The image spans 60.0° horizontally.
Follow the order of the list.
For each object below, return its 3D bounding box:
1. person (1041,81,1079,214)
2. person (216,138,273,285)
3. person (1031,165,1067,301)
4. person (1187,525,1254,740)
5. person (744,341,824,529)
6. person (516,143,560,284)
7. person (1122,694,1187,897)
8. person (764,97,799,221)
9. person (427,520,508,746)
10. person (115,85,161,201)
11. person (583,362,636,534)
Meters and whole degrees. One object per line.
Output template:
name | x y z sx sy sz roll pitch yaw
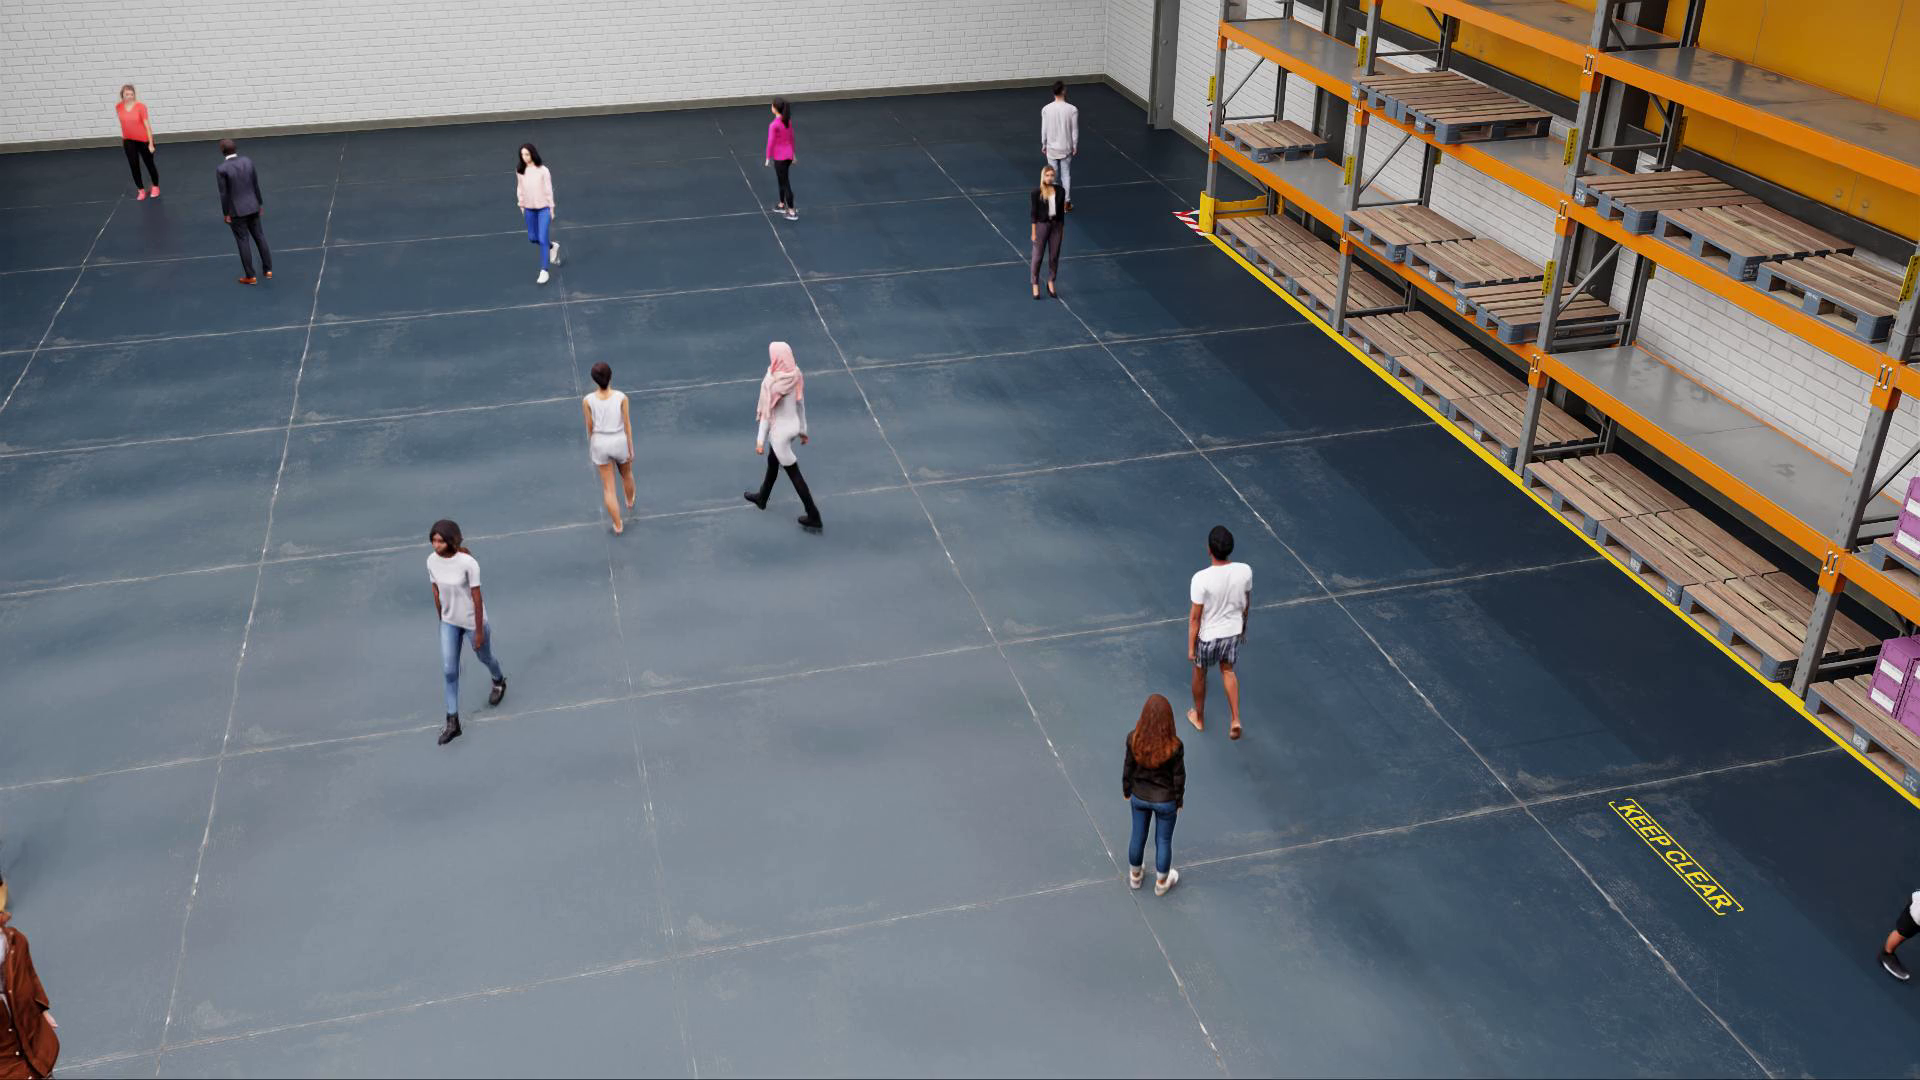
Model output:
person | 1.404 -5.537 23.412 0.761 1.840 0.737 5 29 9
person | -8.991 -4.134 20.857 0.810 1.824 0.787 21 35 33
person | 1.073 -3.770 20.350 0.595 1.670 0.533 -8 30 -15
person | 1.900 0.724 12.059 0.626 1.721 0.836 -7 29 -13
person | -1.525 -0.895 14.999 1.232 1.747 1.127 18 33 29
person | -5.279 -4.165 20.988 0.940 1.752 1.093 7 29 13
person | 1.242 1.629 10.648 0.646 1.484 0.681 10 30 18
person | -2.387 -5.273 23.089 0.904 1.686 0.837 18 33 29
person | -3.626 0.598 12.332 0.937 1.680 1.197 6 29 11
person | -11.830 -5.736 23.971 0.642 1.655 0.782 0 29 0
person | -3.151 -0.800 14.986 0.576 1.592 0.906 -6 29 -10
